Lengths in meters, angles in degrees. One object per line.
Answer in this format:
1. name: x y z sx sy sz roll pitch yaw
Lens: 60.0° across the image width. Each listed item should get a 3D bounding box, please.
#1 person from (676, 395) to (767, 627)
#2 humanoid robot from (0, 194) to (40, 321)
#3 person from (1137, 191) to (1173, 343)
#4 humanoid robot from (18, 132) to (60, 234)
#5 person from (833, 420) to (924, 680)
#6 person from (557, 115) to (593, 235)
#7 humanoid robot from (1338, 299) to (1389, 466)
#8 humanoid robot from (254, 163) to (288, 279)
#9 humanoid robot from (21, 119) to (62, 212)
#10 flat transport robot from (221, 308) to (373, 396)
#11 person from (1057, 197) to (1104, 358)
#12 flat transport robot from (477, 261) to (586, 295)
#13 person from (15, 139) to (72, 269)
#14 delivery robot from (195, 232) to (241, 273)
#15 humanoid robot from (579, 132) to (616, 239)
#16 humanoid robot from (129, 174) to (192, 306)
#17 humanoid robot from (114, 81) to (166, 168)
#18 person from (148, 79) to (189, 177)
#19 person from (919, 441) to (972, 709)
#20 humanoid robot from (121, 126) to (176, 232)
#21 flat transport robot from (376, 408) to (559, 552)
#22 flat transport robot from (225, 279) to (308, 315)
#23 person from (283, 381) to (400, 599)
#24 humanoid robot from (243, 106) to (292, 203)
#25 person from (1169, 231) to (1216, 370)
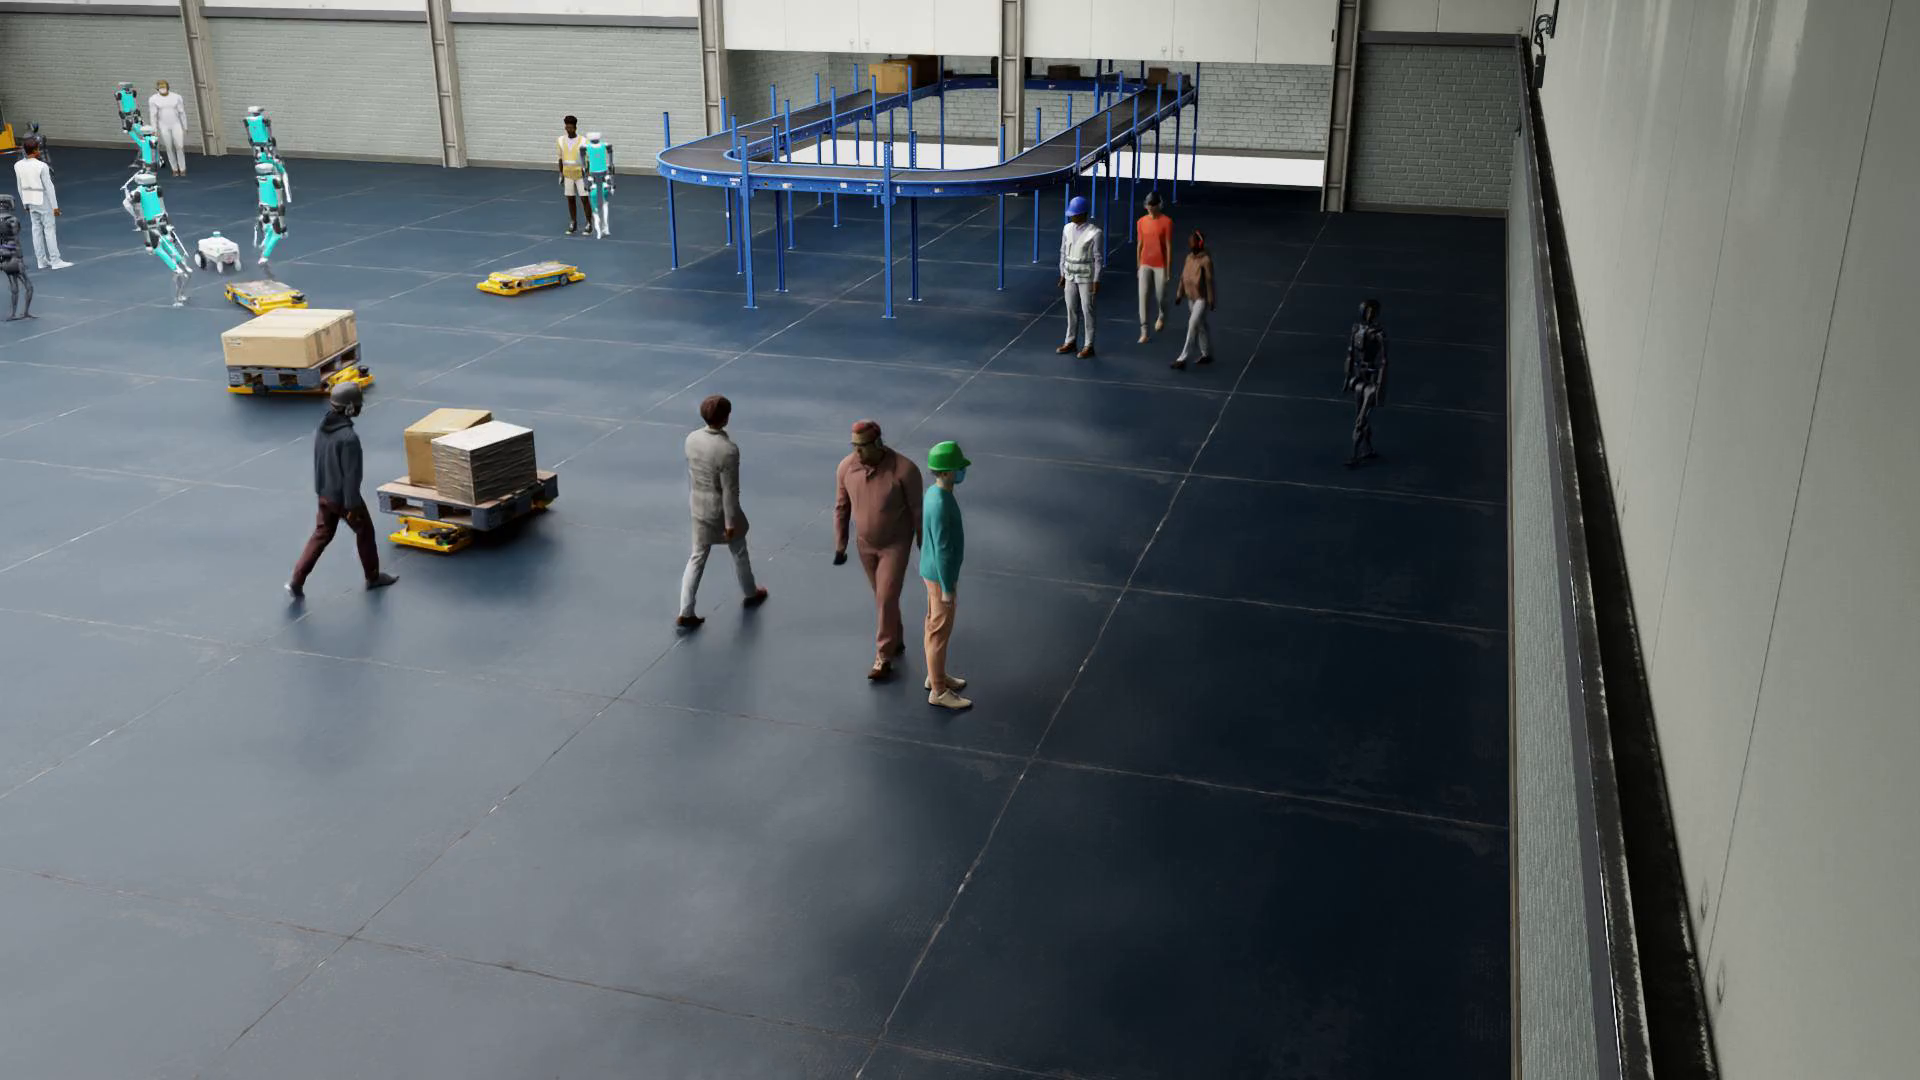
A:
1. person: -1.865 -0.238 12.686 0.502 1.790 0.946 10 23 24
2. humanoid robot: -12.467 -3.709 21.854 0.613 1.647 0.378 18 28 39
3. person: 2.460 -3.459 20.911 0.497 1.889 0.707 8 22 20
4. humanoid robot: -15.282 -5.898 27.518 0.613 1.660 0.309 5 22 12
5. person: -0.605 0.052 11.820 0.678 1.866 0.804 11 24 27
6. person: -6.350 -6.026 27.471 0.606 1.960 0.375 6 22 14
7. humanoid robot: 3.937 -1.549 16.251 0.603 1.637 0.609 -11 23 -25
8. humanoid robot: -9.864 -4.389 23.562 0.558 1.818 0.692 13 25 31
9. humanoid robot: -16.375 -6.613 29.445 0.760 1.625 0.596 7 22 18
10. flat transport robot: -7.501 -1.819 18.895 1.431 0.231 0.659 2 21 5
11. person: 1.447 -3.168 20.077 0.607 1.935 0.410 19 28 41
12. flat transport robot: -6.170 -3.774 23.966 0.659 0.231 1.431 16 26 35
13. person: -13.802 -5.029 24.934 0.596 1.915 0.371 6 22 16
14. delivery robot: -11.145 -4.330 25.013 0.797 0.595 0.499 20 28 41
15. humanoid robot: -5.922 -5.772 27.198 0.566 1.825 0.784 -6 22 -16
16. humanoid robot: -10.791 -4.083 22.762 0.797 1.799 0.531 6 22 14
17. humanoid robot: -16.823 -8.492 34.235 0.917 1.820 0.532 6 22 15
18. person: -15.718 -8.168 33.081 0.665 1.905 0.855 -9 23 -22
19. person: -0.104 0.228 11.353 0.350 1.876 0.516 -1 21 -3
20. humanoid robot: -13.635 -5.949 27.615 0.884 1.777 0.553 -17 27 -37
21. flat transport robot: -4.328 -0.237 14.793 0.659 0.231 1.431 9 23 22
22. flat transport robot: -9.548 -3.344 22.851 0.659 0.231 1.431 -17 27 -36
23. person: -4.933 -0.362 13.051 0.570 1.766 0.849 15 26 35
24. humanoid robot: -12.587 -7.023 30.425 0.555 1.837 0.778 5 22 13
25. person: 2.729 -2.820 19.612 0.807 1.614 0.496 -12 24 -28
